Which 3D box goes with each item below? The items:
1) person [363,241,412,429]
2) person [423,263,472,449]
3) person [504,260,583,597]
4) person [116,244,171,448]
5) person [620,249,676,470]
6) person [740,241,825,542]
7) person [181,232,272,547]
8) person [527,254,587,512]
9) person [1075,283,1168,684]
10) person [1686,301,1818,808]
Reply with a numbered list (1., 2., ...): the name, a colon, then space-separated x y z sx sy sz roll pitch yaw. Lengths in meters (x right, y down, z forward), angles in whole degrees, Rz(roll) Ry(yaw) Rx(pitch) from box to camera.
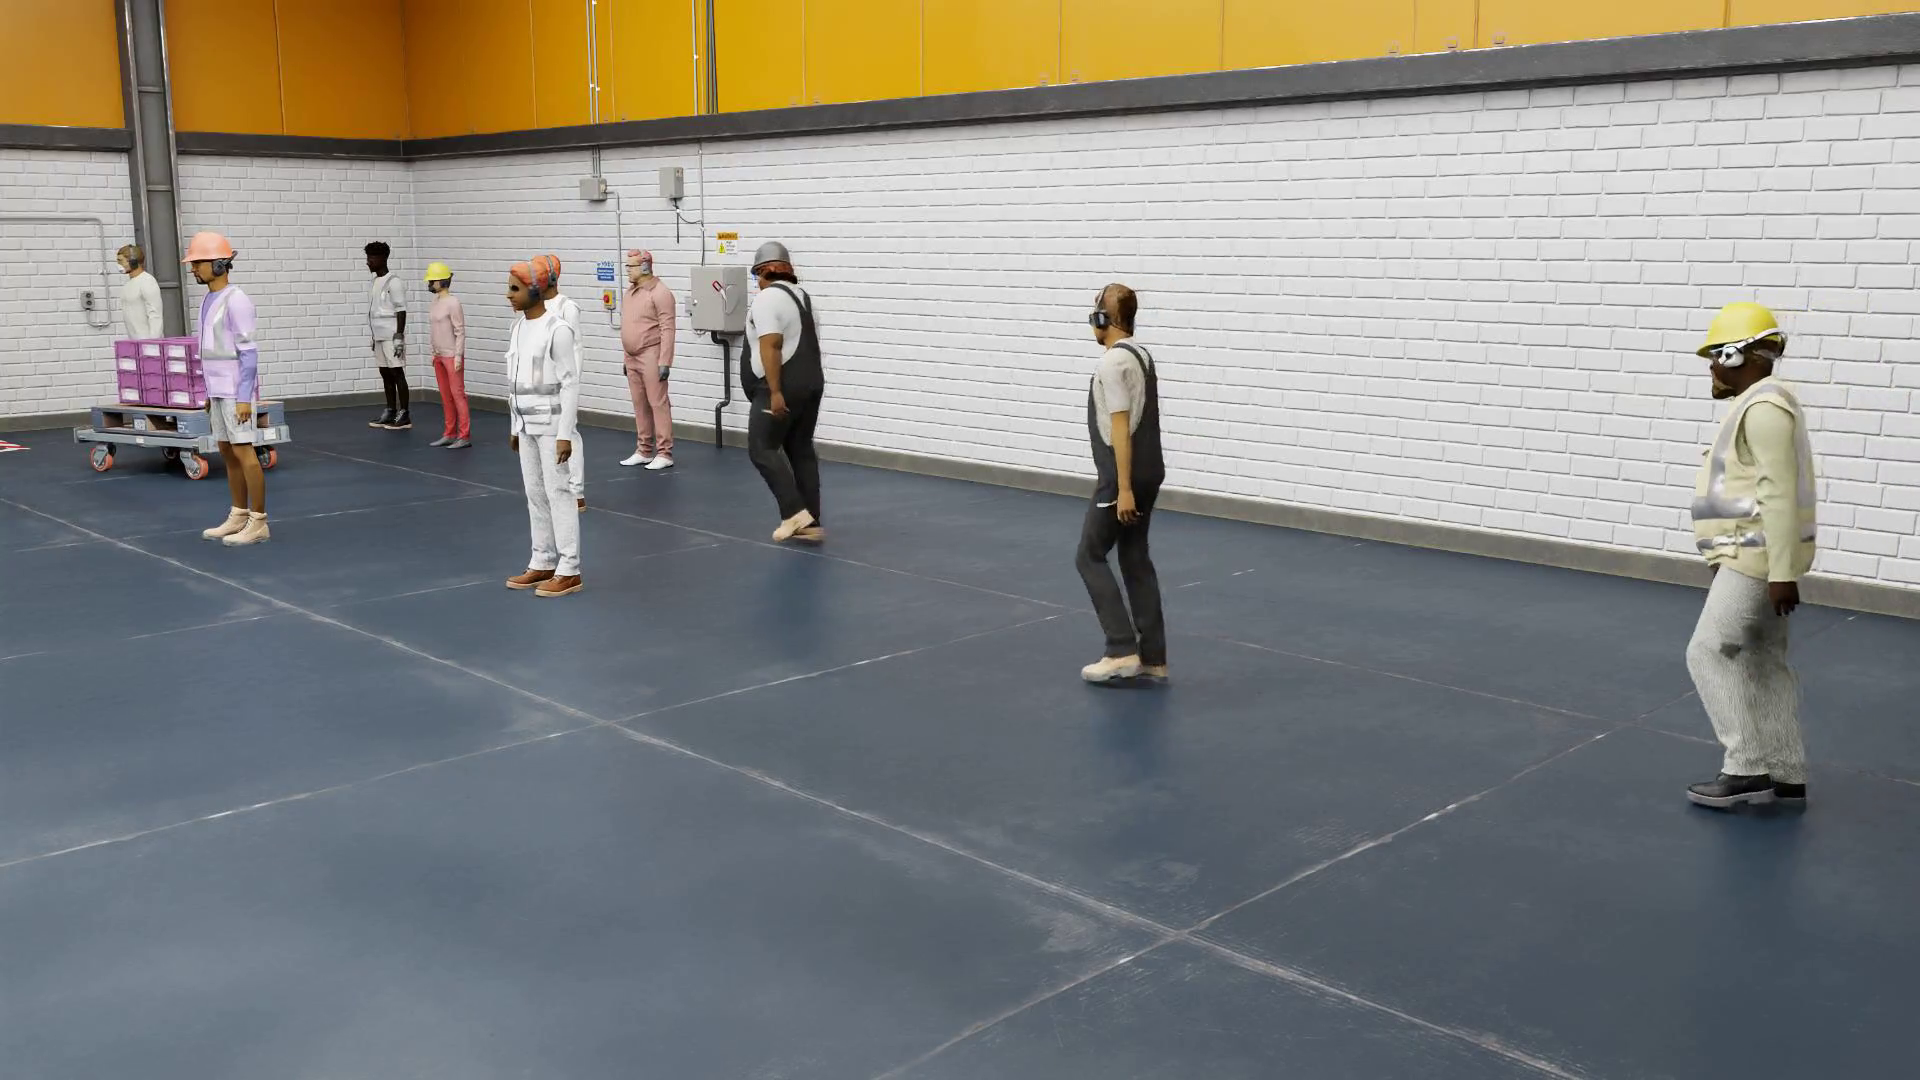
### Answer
1. person: -6.004 -2.141 17.424 0.364 1.962 0.612 -10 14 -43
2. person: -4.889 -1.742 15.799 0.327 1.765 0.531 -10 14 -43
3. person: -2.355 -0.623 9.371 0.338 1.882 0.582 -10 14 -43
4. person: -7.820 -1.855 15.942 0.353 1.936 0.633 -10 14 -43
5. person: -2.740 -1.563 14.439 0.401 1.904 0.649 -10 14 -43
6. person: -1.189 -1.010 11.052 0.629 2.000 0.723 5 12 26
7. person: -4.804 -0.976 10.859 0.393 2.041 0.613 -10 14 -43
8. person: -2.951 -1.127 12.114 0.338 1.882 0.582 -10 14 -43
9. person: 0.771 -0.249 7.547 0.493 1.802 0.522 6 12 28
10. person: 2.821 0.062 5.904 0.528 1.788 0.605 5 12 27
